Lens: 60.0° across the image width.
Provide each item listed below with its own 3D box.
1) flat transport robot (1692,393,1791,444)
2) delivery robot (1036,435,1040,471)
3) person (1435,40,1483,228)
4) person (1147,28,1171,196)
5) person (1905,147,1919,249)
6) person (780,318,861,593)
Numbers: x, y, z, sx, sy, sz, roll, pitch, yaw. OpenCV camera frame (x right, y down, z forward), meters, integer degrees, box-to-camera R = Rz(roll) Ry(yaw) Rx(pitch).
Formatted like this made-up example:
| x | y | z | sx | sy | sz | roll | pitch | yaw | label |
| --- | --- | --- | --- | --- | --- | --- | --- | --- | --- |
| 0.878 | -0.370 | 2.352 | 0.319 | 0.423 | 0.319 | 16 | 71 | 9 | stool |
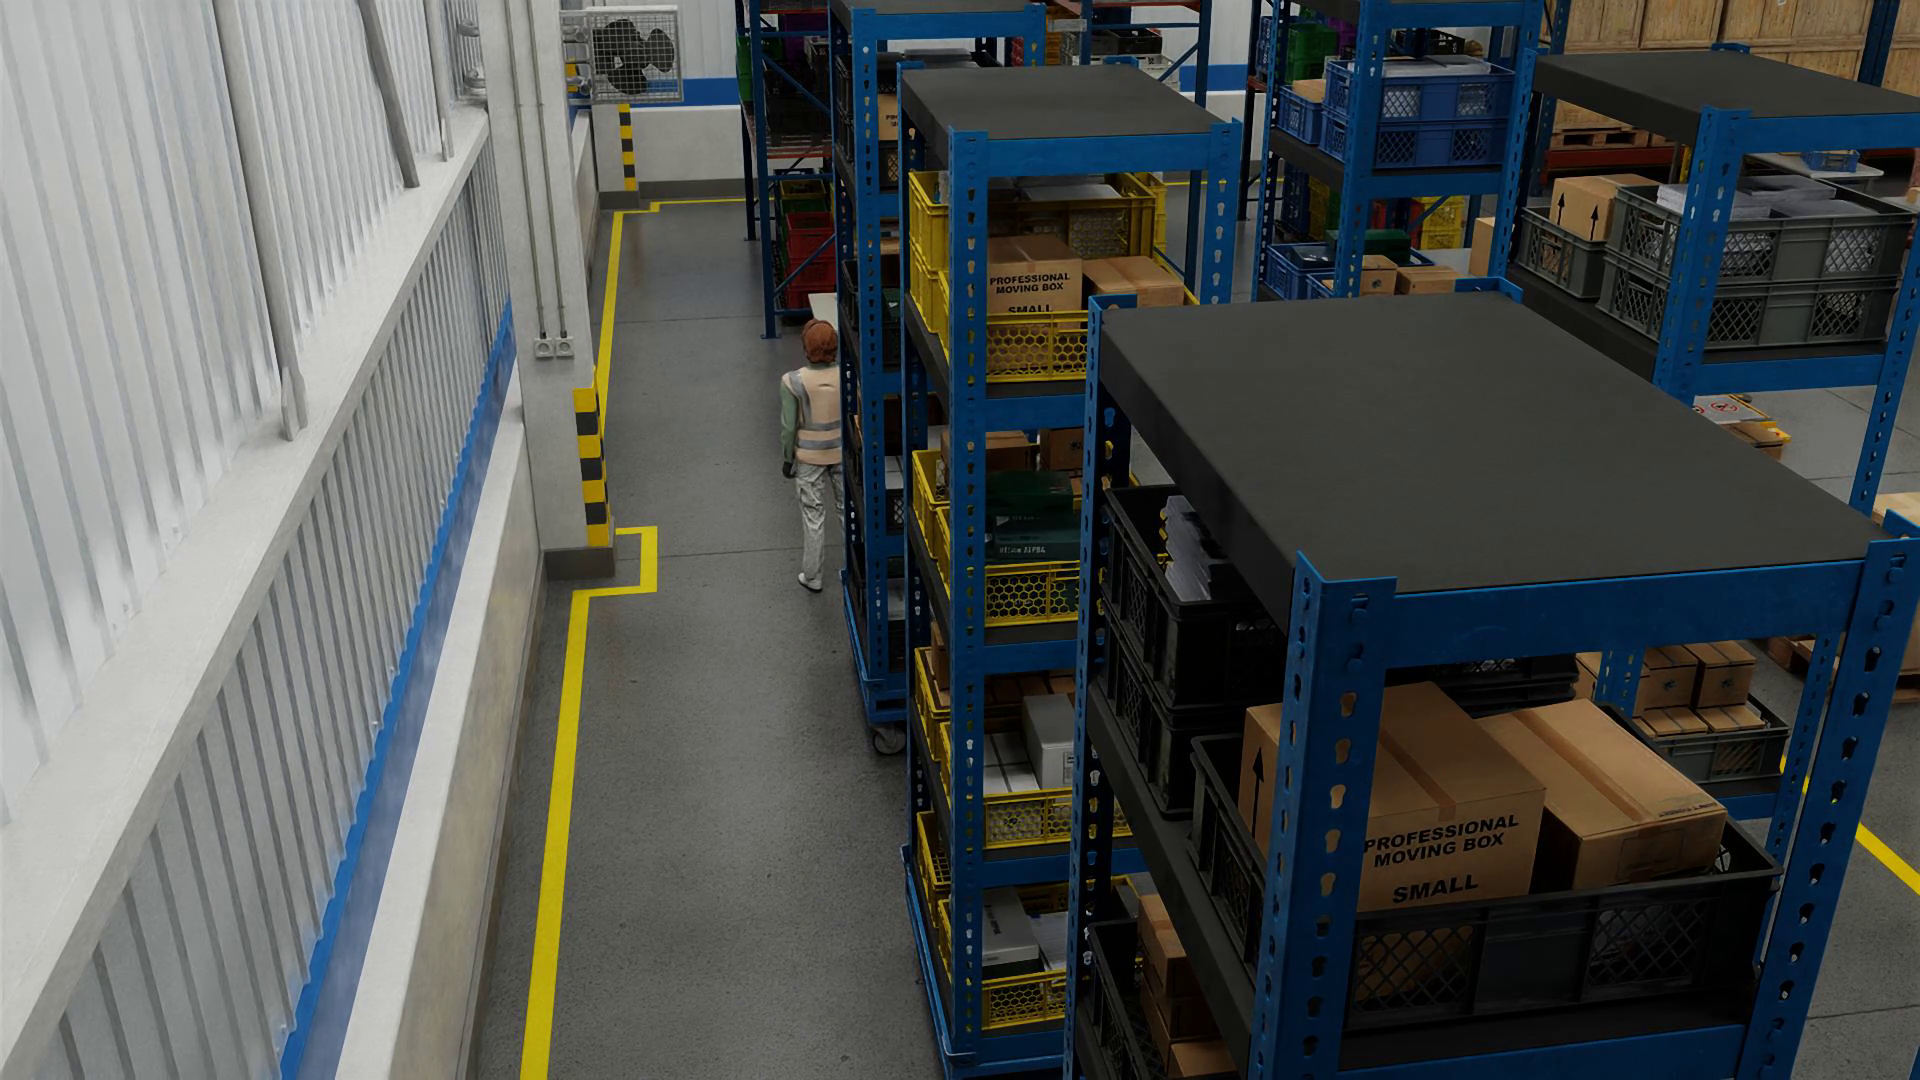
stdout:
| x | y | z | sx | sy | sz | roll | pitch | yaw | label |
| --- | --- | --- | --- | --- | --- | --- | --- | --- | --- |
| 5.224 | -0.859 | 12.132 | 1.431 | 0.197 | 0.652 | -4 | 25 | -8 | flat transport robot |
| 0.789 | -0.516 | 10.943 | 0.477 | 0.478 | 0.707 | -16 | 29 | -31 | delivery robot |
| 5.275 | -4.313 | 17.665 | 0.376 | 1.936 | 0.627 | 3 | 25 | 6 | person |
| 2.146 | -4.816 | 18.822 | 0.574 | 1.882 | 0.355 | 7 | 26 | 15 | person |
| 9.884 | -3.902 | 16.831 | 0.401 | 1.895 | 0.664 | 11 | 27 | 22 | person |
| -0.787 | -0.483 | 9.687 | 0.522 | 1.638 | 0.309 | -9 | 26 | -20 | person |
